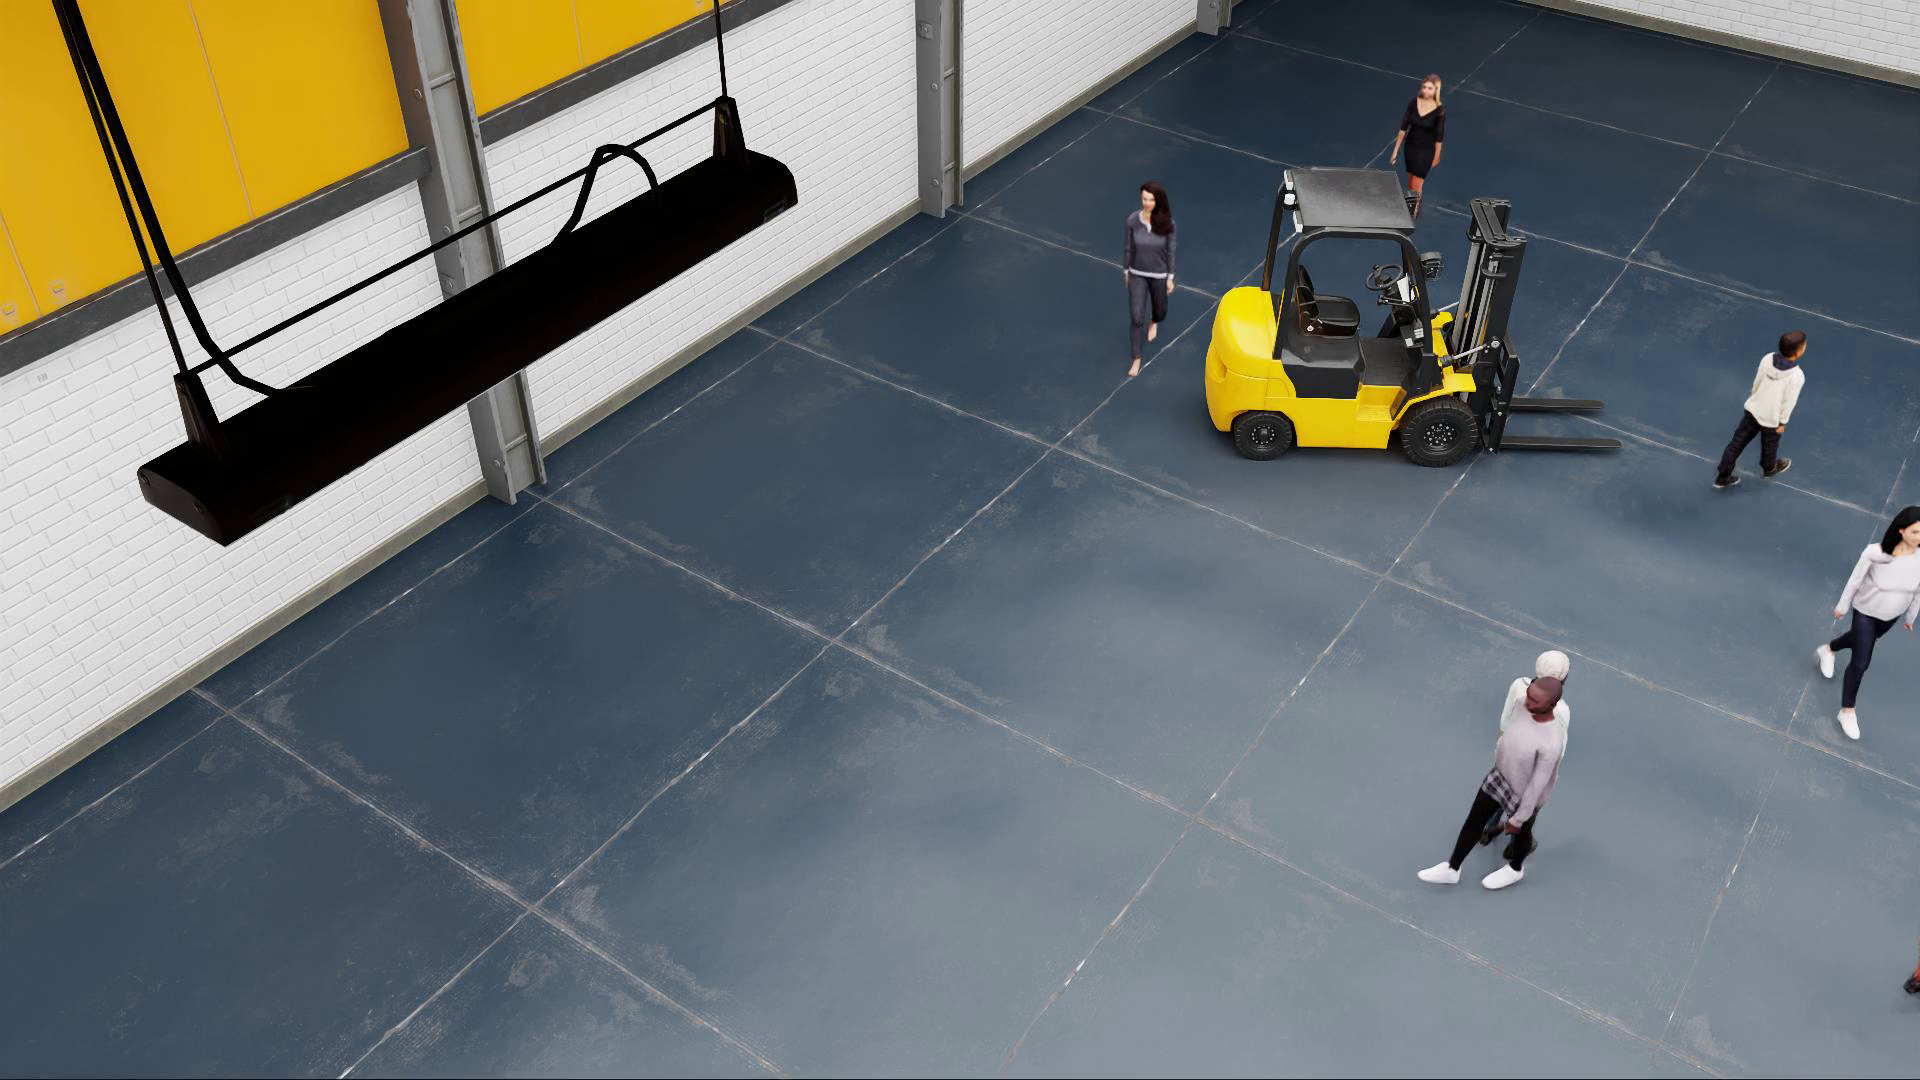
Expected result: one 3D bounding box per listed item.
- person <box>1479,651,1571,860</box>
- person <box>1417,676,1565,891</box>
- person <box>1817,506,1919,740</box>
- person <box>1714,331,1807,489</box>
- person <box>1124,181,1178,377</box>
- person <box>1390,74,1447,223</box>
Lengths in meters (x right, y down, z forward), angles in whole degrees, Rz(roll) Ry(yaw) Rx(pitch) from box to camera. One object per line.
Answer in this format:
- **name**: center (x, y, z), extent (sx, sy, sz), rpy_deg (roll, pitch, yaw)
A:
- **person**: center (3.474, 1.299, 10.167), extent (0.590, 1.643, 0.624), rpy_deg (-26, 45, -29)
- **person**: center (3.401, 1.451, 9.889), extent (1.035, 1.754, 0.934), rpy_deg (-11, 40, -14)
- **person**: center (6.164, 0.431, 11.242), extent (1.007, 1.659, 1.177), rpy_deg (1, 39, 1)
- **person**: center (6.348, -0.995, 13.220), extent (1.030, 1.420, 0.876), rpy_deg (-17, 42, -20)
- **person**: center (1.680, -2.368, 14.677), extent (0.921, 1.745, 1.129), rpy_deg (5, 39, 6)
- **person**: center (4.641, -3.897, 16.668), extent (0.879, 1.652, 0.648), rpy_deg (-31, 48, -33)
